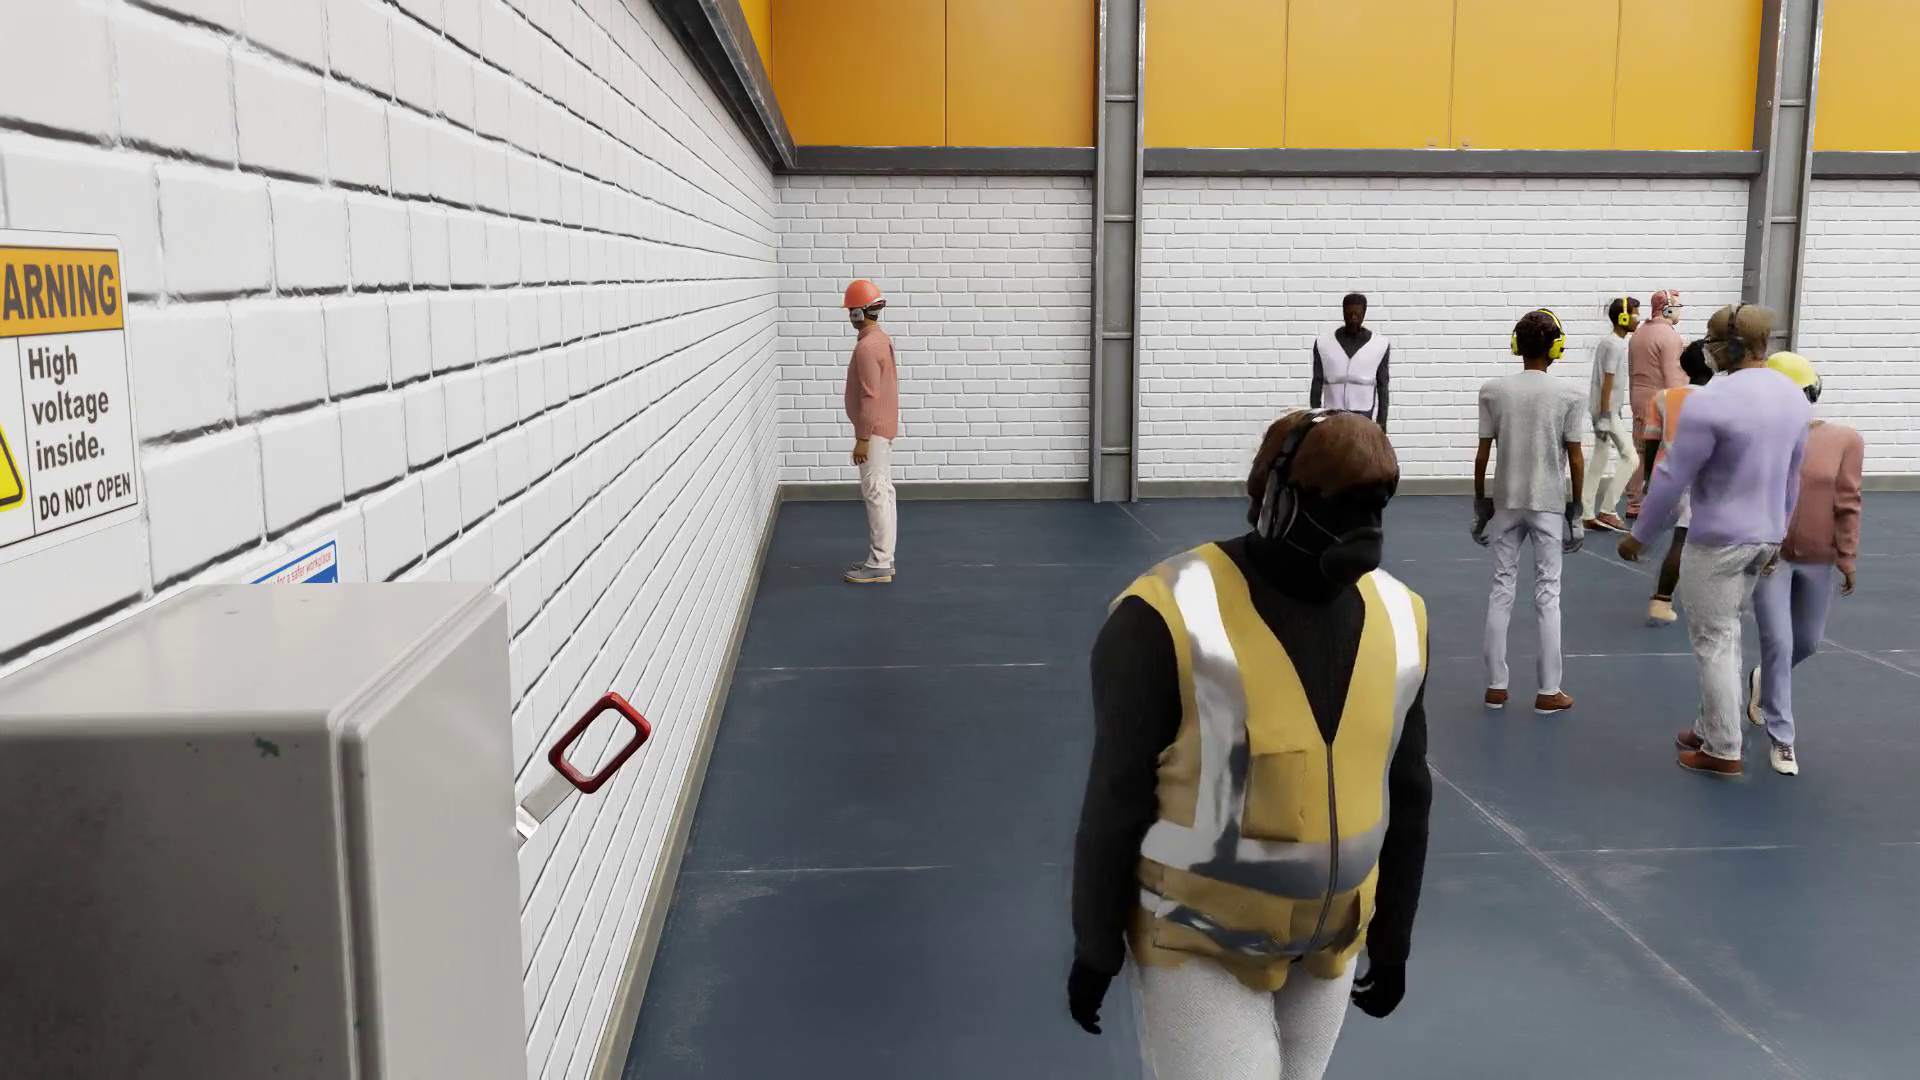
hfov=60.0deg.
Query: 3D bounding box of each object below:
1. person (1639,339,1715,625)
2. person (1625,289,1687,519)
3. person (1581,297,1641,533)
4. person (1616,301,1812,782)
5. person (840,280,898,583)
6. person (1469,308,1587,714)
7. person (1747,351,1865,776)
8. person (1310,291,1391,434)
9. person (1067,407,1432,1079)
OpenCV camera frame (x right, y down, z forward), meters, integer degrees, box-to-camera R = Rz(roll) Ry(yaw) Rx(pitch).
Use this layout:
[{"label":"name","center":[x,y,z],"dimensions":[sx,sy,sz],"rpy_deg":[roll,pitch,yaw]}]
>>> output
[{"label":"person","center":[4.305,-0.347,9.730],"dimensions":[0.890,1.644,0.547],"rpy_deg":[-7,11,-37]},{"label":"person","center":[5.726,-1.090,13.624],"dimensions":[0.402,1.909,0.642],"rpy_deg":[-1,9,-5]},{"label":"person","center":[5.137,-0.966,13.010],"dimensions":[0.575,1.849,0.569],"rpy_deg":[2,9,14]},{"label":"person","center":[3.050,0.006,6.720],"dimensions":[0.666,1.920,0.546],"rpy_deg":[-5,10,-30]},{"label":"person","center":[-0.598,-0.713,10.987],"dimensions":[0.392,1.991,0.612],"rpy_deg":[1,9,8]},{"label":"person","center":[2.636,-0.133,7.726],"dimensions":[0.521,1.873,0.335],"rpy_deg":[6,11,34]},{"label":"person","center":[3.466,0.058,7.004],"dimensions":[0.508,1.716,0.794],"rpy_deg":[2,9,11]},{"label":"person","center":[3.043,-0.986,12.975],"dimensions":[0.608,1.898,0.541],"rpy_deg":[3,9,17]},{"label":"person","center":[0.502,0.675,2.838],"dimensions":[0.643,1.813,0.468],"rpy_deg":[-4,10,-26]}]
